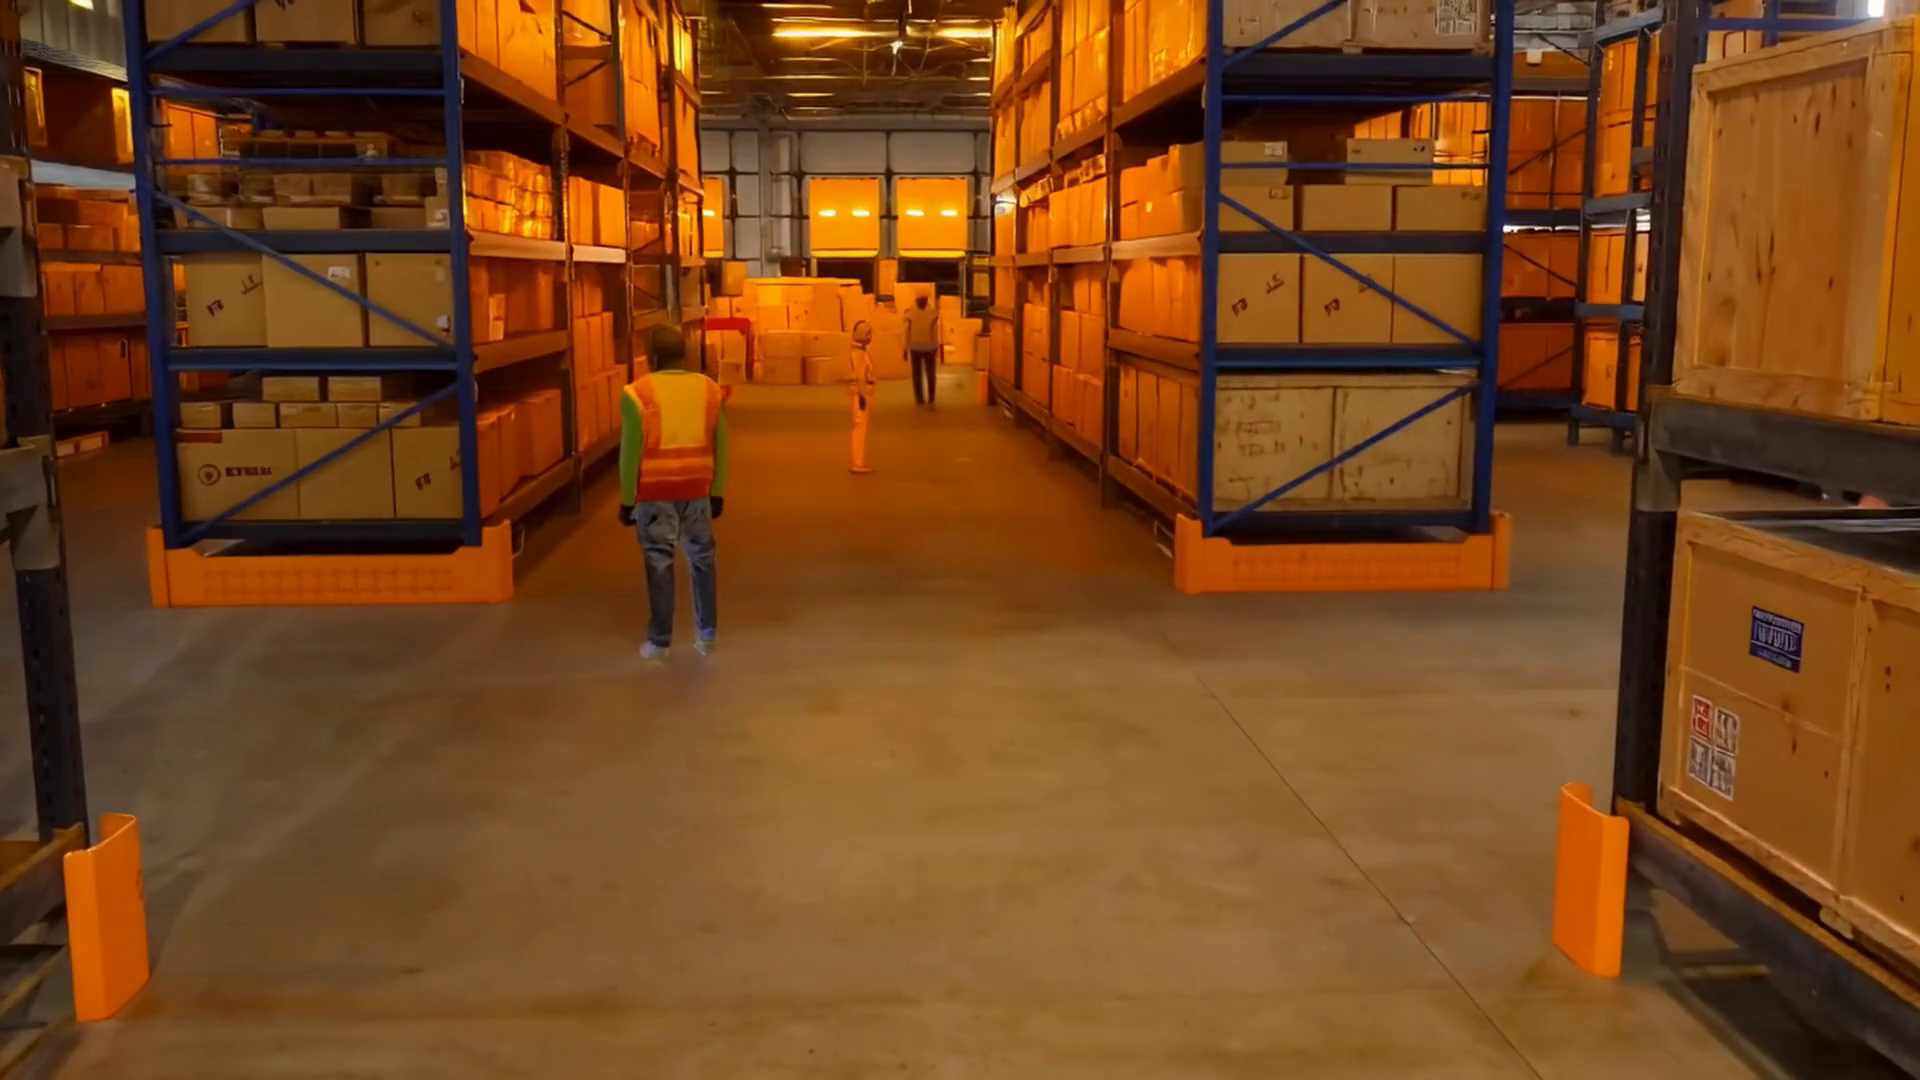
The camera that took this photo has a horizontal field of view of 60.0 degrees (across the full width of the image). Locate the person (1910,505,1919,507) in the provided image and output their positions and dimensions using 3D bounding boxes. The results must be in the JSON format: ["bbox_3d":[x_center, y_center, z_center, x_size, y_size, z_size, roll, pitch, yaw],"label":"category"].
[{"bbox_3d":[6.673,-0.580,11.148,0.764,1.863,0.659,2,9,13],"label":"person"}]

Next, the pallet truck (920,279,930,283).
[{"bbox_3d":[-0.932,-8.922,63.114,1.885,1.965,0.823,2,9,13],"label":"pallet truck"}]

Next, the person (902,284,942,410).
[{"bbox_3d":[-0.596,-2.992,25.950,0.630,1.965,0.779,0,9,-2],"label":"person"}]

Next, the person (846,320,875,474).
[{"bbox_3d":[-1.063,-1.526,17.802,0.310,1.636,0.523,0,9,-3],"label":"person"}]

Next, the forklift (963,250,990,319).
[{"bbox_3d":[0.693,-6.956,48.005,1.129,2.768,1.873,-1,9,-7],"label":"forklift"}]

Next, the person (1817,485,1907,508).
[{"bbox_3d":[5.734,-0.330,10.478,0.889,1.578,0.492,1,9,4],"label":"person"}]

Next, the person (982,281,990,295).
[{"bbox_3d":[0.953,-8.900,63.276,0.930,1.896,0.574,8,12,42],"label":"person"}]

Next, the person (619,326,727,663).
[{"bbox_3d":[-1.587,-0.250,9.159,0.633,1.839,0.429,-6,11,-33],"label":"person"}]

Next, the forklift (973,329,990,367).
[{"bbox_3d":[1.196,-4.174,30.542,1.873,2.768,1.129,-1,9,-4],"label":"forklift"}]
